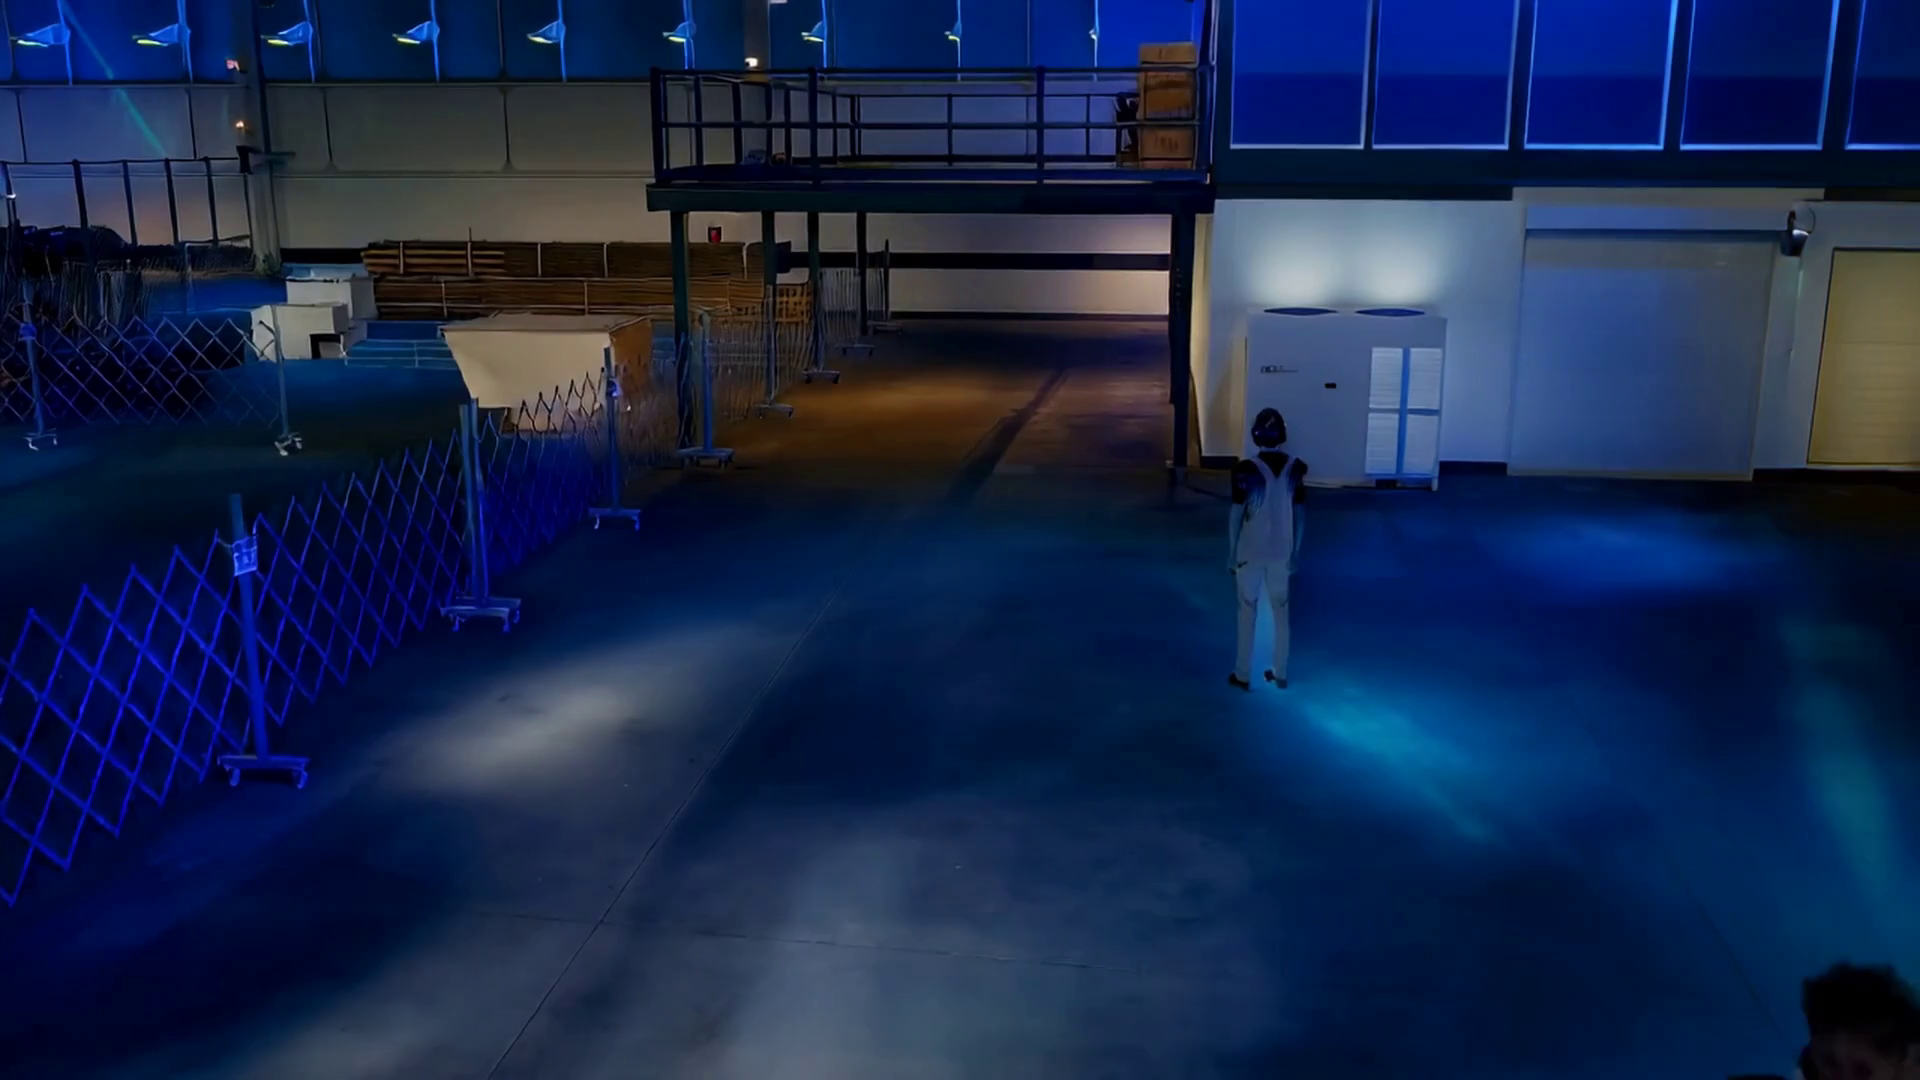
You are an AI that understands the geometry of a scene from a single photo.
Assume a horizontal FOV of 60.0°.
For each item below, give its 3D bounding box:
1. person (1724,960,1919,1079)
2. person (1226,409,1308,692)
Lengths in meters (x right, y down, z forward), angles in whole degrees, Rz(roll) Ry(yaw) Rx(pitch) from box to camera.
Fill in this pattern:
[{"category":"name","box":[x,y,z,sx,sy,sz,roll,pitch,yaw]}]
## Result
[{"category":"person","box":[1.788,1.783,3.533,1.034,1.910,0.613,-12,18,-39]},{"category":"person","box":[1.960,0.076,10.667,0.501,1.839,0.345,-3,14,-12]}]
